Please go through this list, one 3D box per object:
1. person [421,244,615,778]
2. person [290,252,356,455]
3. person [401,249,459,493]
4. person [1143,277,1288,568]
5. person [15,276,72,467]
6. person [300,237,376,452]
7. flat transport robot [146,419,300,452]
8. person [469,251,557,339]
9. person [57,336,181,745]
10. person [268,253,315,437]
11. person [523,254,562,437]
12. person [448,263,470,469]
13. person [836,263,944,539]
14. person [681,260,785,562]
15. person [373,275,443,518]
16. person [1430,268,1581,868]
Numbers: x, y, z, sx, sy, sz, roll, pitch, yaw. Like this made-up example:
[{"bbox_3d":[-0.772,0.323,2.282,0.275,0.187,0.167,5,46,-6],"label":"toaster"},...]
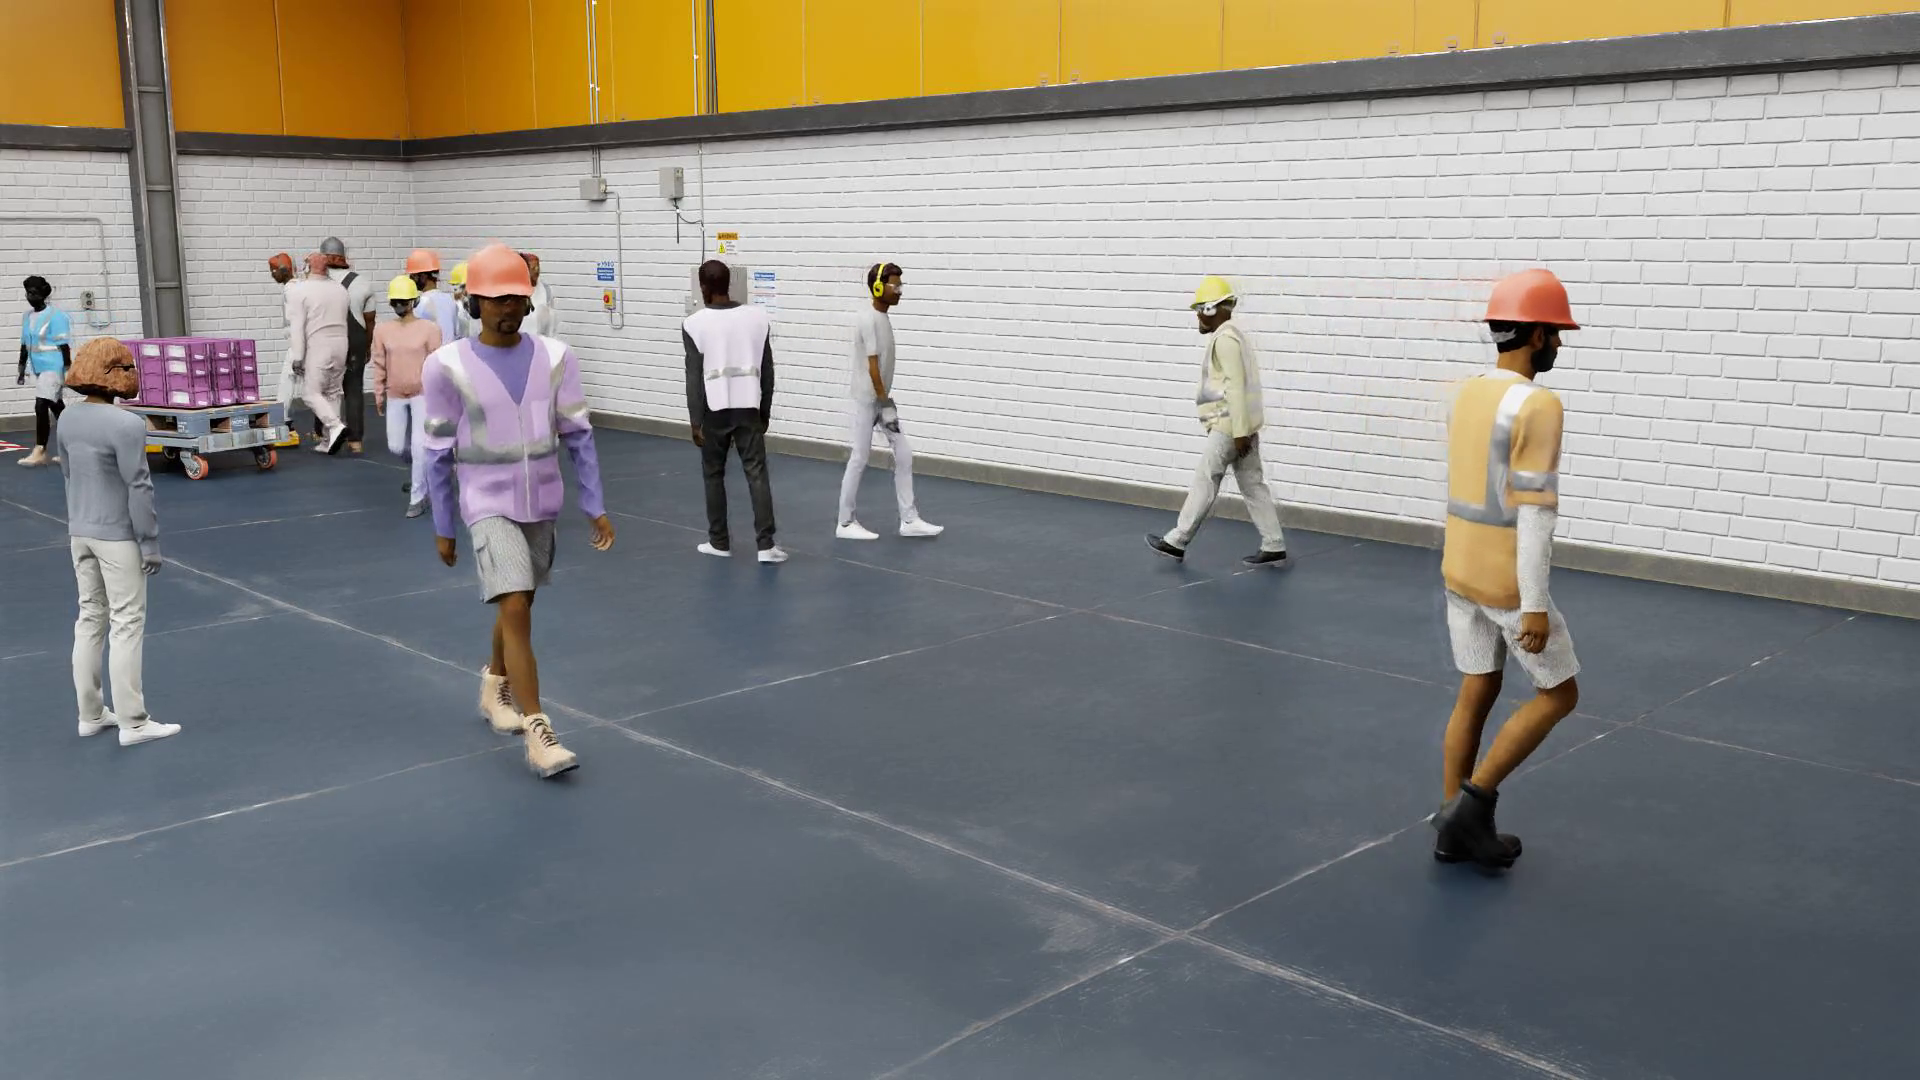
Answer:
[{"bbox_3d":[-1.719,-0.136,6.439,0.630,1.987,1.048,-8,13,-38],"label":"person"},{"bbox_3d":[-5.792,-1.702,15.301,0.680,1.880,0.685,7,12,32],"label":"person"},{"bbox_3d":[-4.127,-1.308,13.011,0.564,1.917,0.557,2,11,12],"label":"person"},{"bbox_3d":[1.593,-0.708,10.149,0.925,1.763,0.652,3,11,17],"label":"person"},{"bbox_3d":[-8.073,-1.467,14.545,0.577,1.658,0.734,7,12,32],"label":"person"},{"bbox_3d":[-5.897,-1.869,15.738,0.696,2.000,0.932,-6,12,-28],"label":"person"},{"bbox_3d":[-7.088,-1.002,15.836,1.431,0.197,0.652,-5,12,-26],"label":"flat transport robot"},{"bbox_3d":[-3.108,-1.043,11.594,0.605,1.915,1.008,-6,12,-30],"label":"person"},{"bbox_3d":[-3.398,0.003,6.672,0.498,1.626,0.289,6,12,28],"label":"person"},{"bbox_3d":[-6.698,-1.932,16.634,0.908,1.833,0.640,-1,10,-6],"label":"person"},{"bbox_3d":[-4.308,-1.954,16.771,0.597,1.827,1.010,-9,14,-41],"label":"person"},{"bbox_3d":[-4.185,-1.445,14.124,0.937,1.782,0.607,6,12,28],"label":"person"},{"bbox_3d":[-0.469,-0.888,10.963,0.831,1.828,0.537,3,11,17],"label":"person"},{"bbox_3d":[-1.398,-0.791,10.345,0.608,1.881,0.706,-5,12,-27],"label":"person"},{"bbox_3d":[-3.985,-1.054,12.123,0.530,1.742,0.605,1,10,4],"label":"person"},{"bbox_3d":[1.724,0.113,5.254,0.419,1.917,0.570,-2,11,-13],"label":"person"}]
